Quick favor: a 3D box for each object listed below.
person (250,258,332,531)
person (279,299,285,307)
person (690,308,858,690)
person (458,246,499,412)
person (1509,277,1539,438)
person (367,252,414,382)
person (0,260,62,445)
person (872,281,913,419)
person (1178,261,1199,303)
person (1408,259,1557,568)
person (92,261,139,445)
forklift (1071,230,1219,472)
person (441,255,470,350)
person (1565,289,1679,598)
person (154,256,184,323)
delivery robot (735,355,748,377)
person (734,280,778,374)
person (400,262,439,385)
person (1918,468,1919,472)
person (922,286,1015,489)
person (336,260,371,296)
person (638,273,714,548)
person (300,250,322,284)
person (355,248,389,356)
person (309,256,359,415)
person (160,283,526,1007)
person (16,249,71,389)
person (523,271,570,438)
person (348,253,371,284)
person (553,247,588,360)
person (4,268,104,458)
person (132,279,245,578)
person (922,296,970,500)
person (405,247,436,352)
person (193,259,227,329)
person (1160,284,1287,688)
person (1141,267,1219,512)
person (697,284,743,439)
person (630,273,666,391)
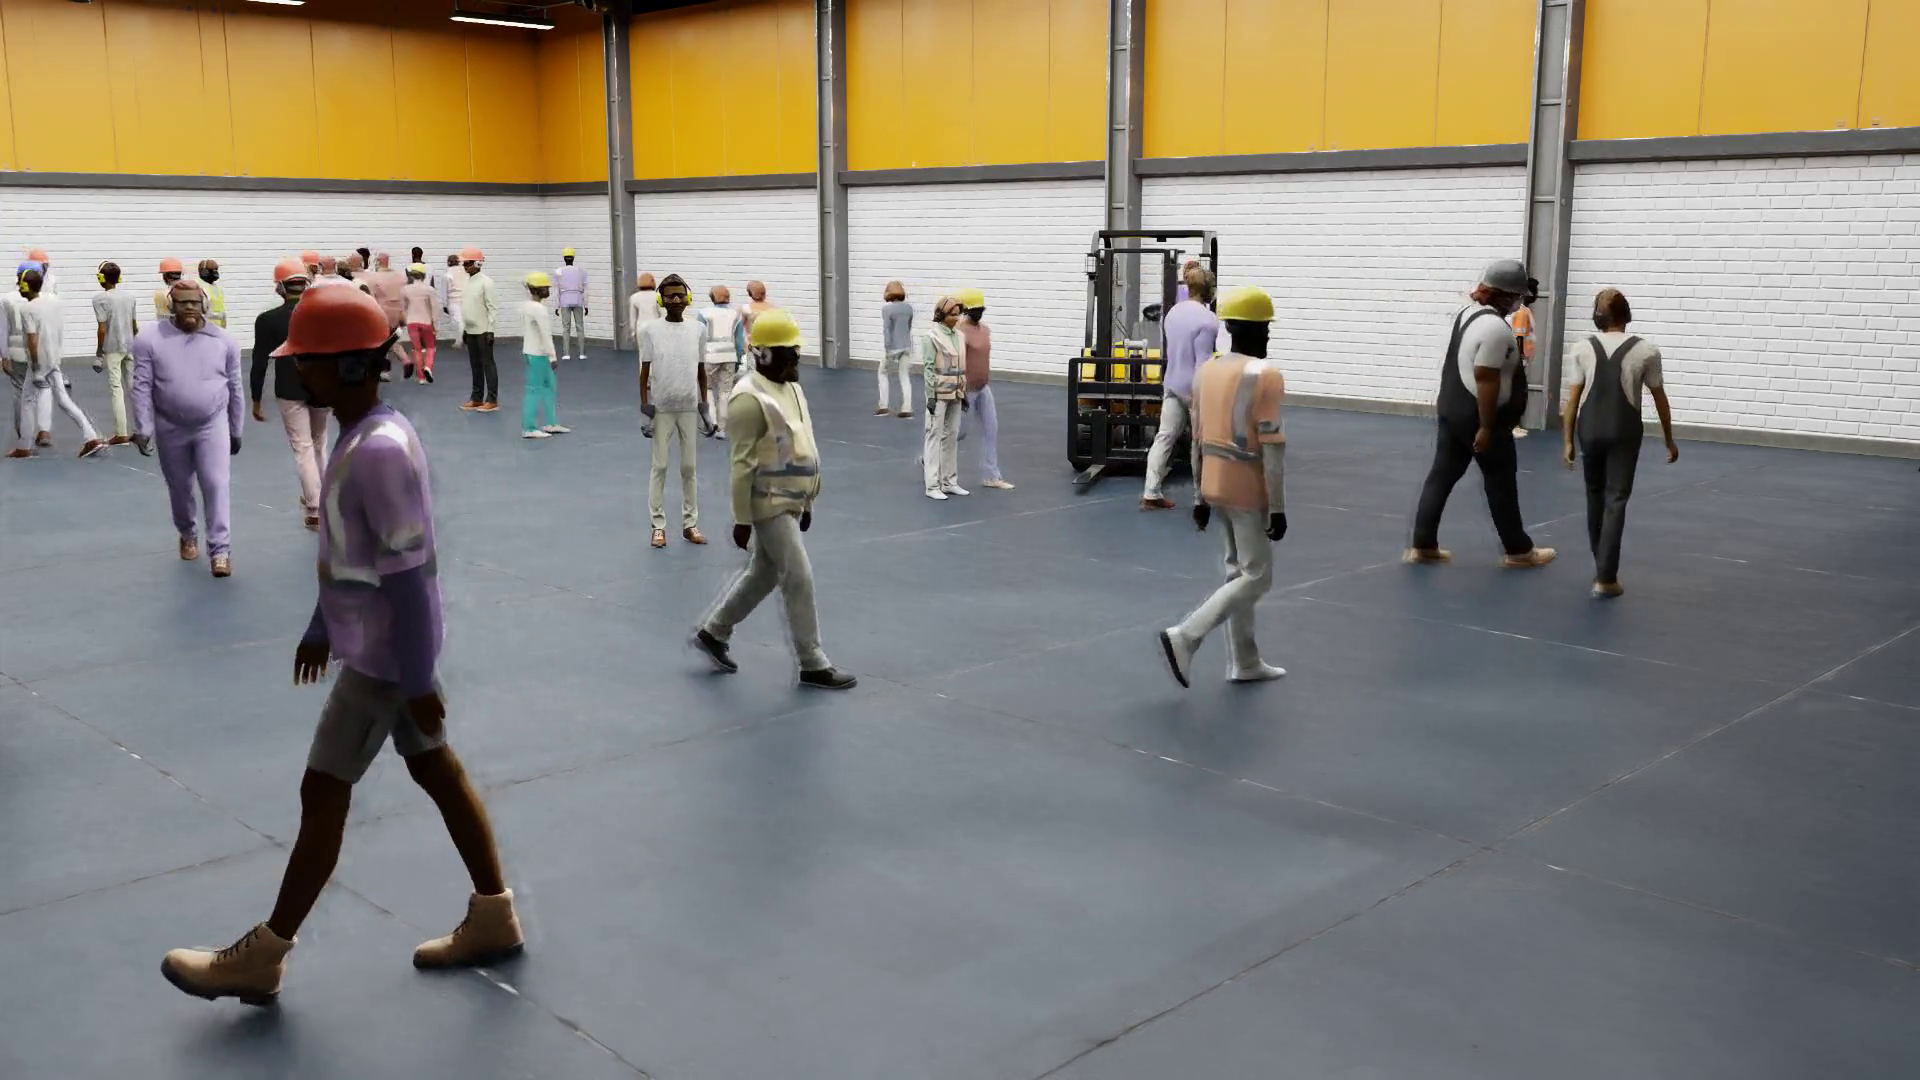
[{"bbox_3d":[-4.881,-1.075,12.221,0.657,1.951,0.949,-8,13,-39],"label":"person"},{"bbox_3d":[-8.663,-2.616,21.634,0.513,1.603,0.761,4,11,21],"label":"person"},{"bbox_3d":[-0.928,-0.200,7.899,0.873,1.803,0.600,3,11,17],"label":"person"},{"bbox_3d":[-5.858,-2.555,20.202,0.613,1.995,0.390,9,14,41],"label":"person"},{"bbox_3d":[5.925,-1.923,17.588,0.318,1.693,0.535,4,11,21],"label":"person"},{"bbox_3d":[-8.314,-3.228,24.173,0.517,1.892,0.651,5,12,26],"label":"person"},{"bbox_3d":[-9.513,-1.912,17.049,0.596,1.883,1.005,-5,12,-27],"label":"person"},{"bbox_3d":[-0.754,-2.226,19.493,0.490,1.605,0.641,-9,14,-40],"label":"person"},{"bbox_3d":[2.656,-2.338,19.453,0.563,1.839,0.378,-8,13,-38],"label":"person"},{"bbox_3d":[3.382,-0.826,10.648,0.947,2.000,0.773,-1,10,-7],"label":"person"},{"bbox_3d":[-8.611,-1.902,16.977,0.327,1.874,0.521,5,11,24],"label":"person"},{"bbox_3d":[1.804,-1.825,15.677,1.214,2.155,2.313,2,11,13],"label":"forklift"},{"bbox_3d":[-9.300,-4.423,30.997,0.954,1.783,0.689,10,14,43],"label":"person"},{"bbox_3d":[3.984,-0.591,9.997,0.613,1.800,0.891,7,12,33],"label":"person"},{"bbox_3d":[-8.503,-2.156,18.285,0.831,1.913,0.554,6,12,30],"label":"person"},{"bbox_3d":[-2.884,-2.442,23.258,0.707,0.478,0.477,9,13,39],"label":"delivery robot"},{"bbox_3d":[-2.325,-2.151,19.028,0.557,1.615,0.647,-6,12,-30],"label":"person"},{"bbox_3d":[-7.701,-3.076,23.725,0.523,1.748,0.438,-1,10,-5],"label":"person"},{"bbox_3d":[9.048,-1.471,14.554,0.547,1.906,0.900,-10,14,-43],"label":"person"},{"bbox_3d":[0.044,-1.286,14.050,0.798,1.721,0.533,7,13,35],"label":"person"},{"bbox_3d":[-8.043,-2.813,22.118,0.640,1.820,0.590,4,11,20],"label":"person"},{"bbox_3d":[-1.953,-0.887,11.444,0.518,1.874,0.326,-5,11,-25],"label":"person"},{"bbox_3d":[-8.705,-2.904,22.310,0.872,1.925,0.642,-5,11,-25],"label":"person"},{"bbox_3d":[-10.279,-4.068,28.679,0.611,1.911,1.013,7,13,35],"label":"person"},{"bbox_3d":[-7.507,-2.433,19.831,0.677,1.879,0.784,-7,13,-34],"label":"person"},{"bbox_3d":[-1.741,0.298,4.641,1.029,1.993,0.618,-3,11,-16],"label":"person"},{"bbox_3d":[-12.807,-3.057,23.095,1.137,1.953,0.615,6,12,32],"label":"person"},{"bbox_3d":[-4.342,-1.950,17.553,0.653,1.744,0.548,-6,12,-29],"label":"person"},{"bbox_3d":[-9.039,-3.367,24.950,0.636,1.877,0.919,-5,11,-24],"label":"person"},{"bbox_3d":[-6.665,-4.044,28.516,0.586,1.924,0.370,-3,11,-17],"label":"person"},{"bbox_3d":[-8.721,-1.675,15.903,0.979,1.834,0.516,2,11,8],"label":"person"},{"bbox_3d":[-4.926,-0.738,10.664,0.641,1.864,0.973,-4,11,-22],"label":"person"},{"bbox_3d":[-0.117,-1.153,13.531,0.309,1.640,0.511,8,13,36],"label":"person"},{"bbox_3d":[-9.878,-4.406,30.504,0.373,1.917,0.595,7,12,33],"label":"person"},{"bbox_3d":[-9.563,-2.649,21.200,0.431,1.833,0.641,1,10,6],"label":"person"},{"bbox_3d":[1.256,-0.228,7.740,0.705,1.911,0.597,-5,11,-25],"label":"person"},{"bbox_3d":[1.848,-1.164,12.910,1.018,1.880,0.636,-6,12,-30],"label":"person"},{"bbox_3d":[-2.529,-1.864,17.433,0.544,1.617,0.382,-5,11,-24],"label":"person"},{"bbox_3d":[-4.255,-2.854,22.836,0.534,1.616,0.405,1,10,8],"label":"person"}]
